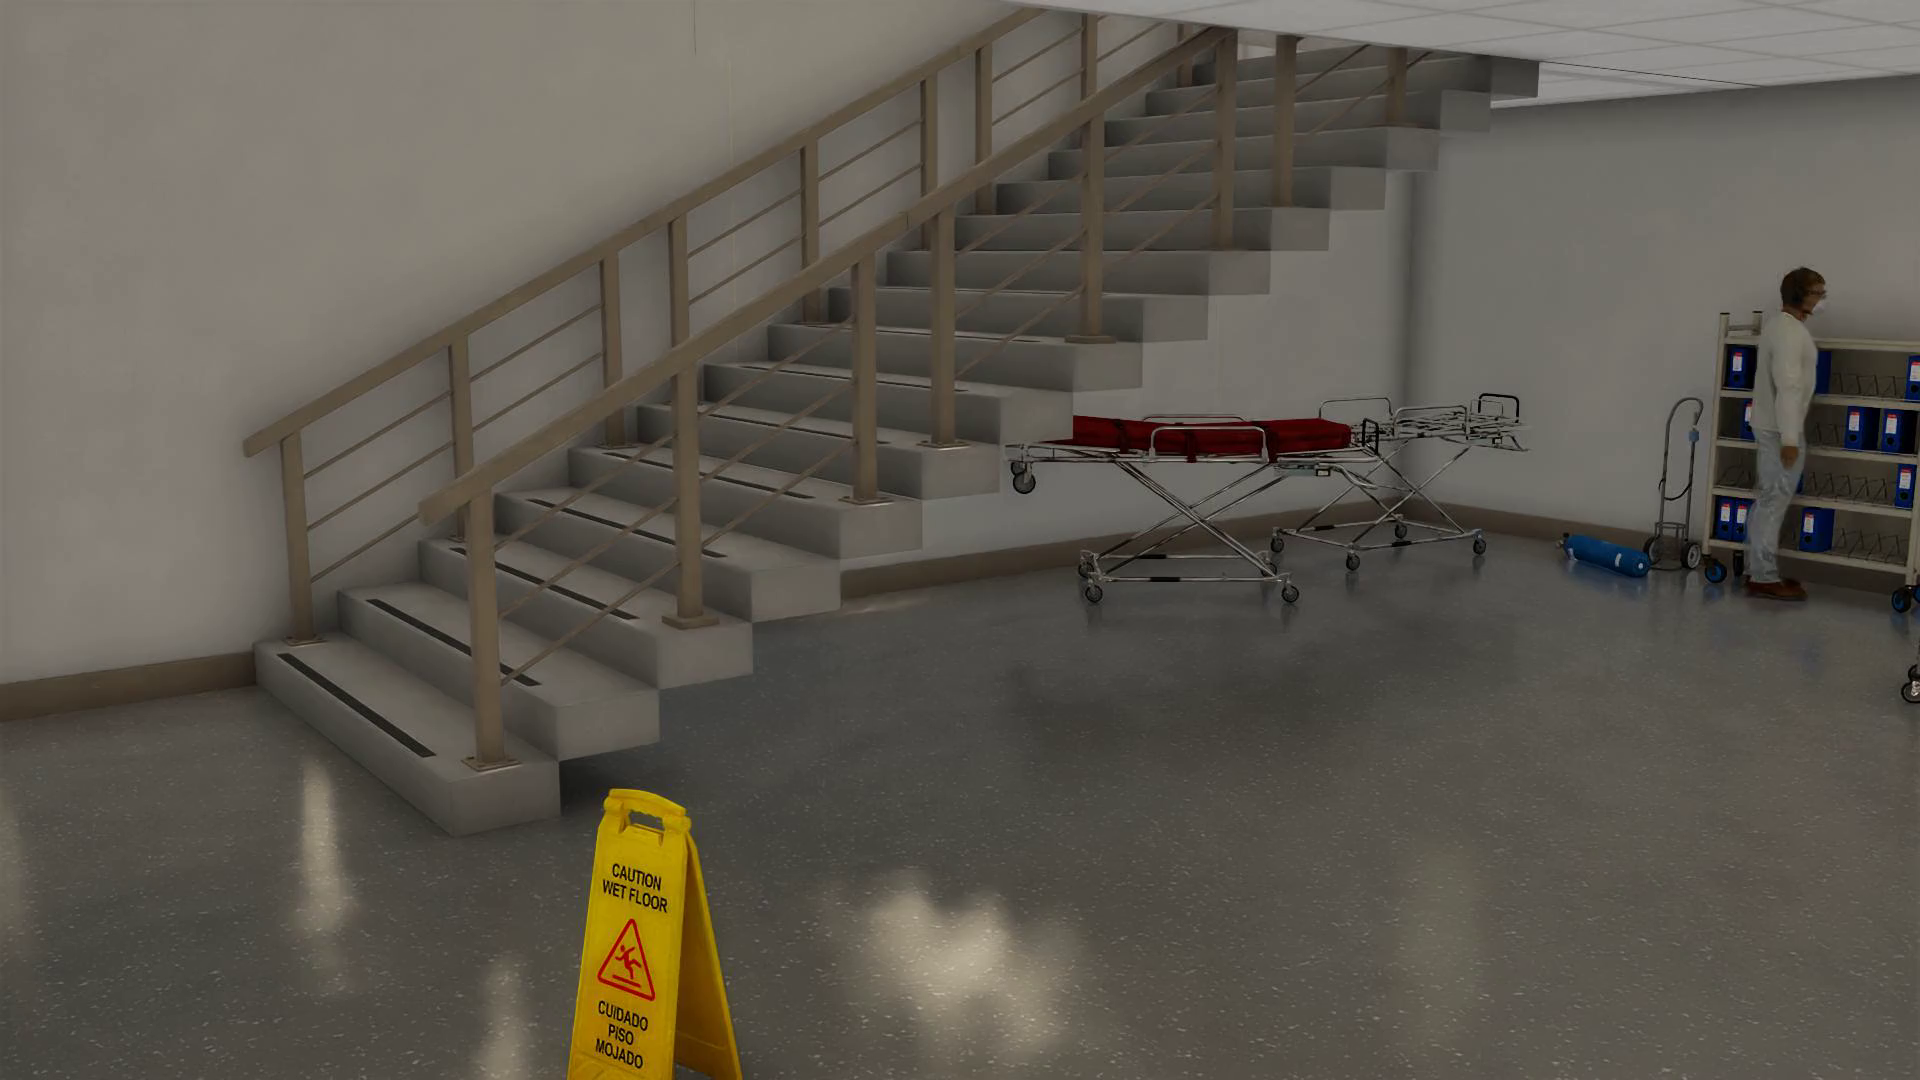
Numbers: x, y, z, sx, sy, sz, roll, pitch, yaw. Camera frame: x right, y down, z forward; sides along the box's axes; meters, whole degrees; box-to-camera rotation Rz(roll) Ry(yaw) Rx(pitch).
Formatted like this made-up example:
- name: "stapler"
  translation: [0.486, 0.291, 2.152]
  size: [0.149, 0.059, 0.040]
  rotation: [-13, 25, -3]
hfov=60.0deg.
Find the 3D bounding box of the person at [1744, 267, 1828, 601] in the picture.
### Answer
- name: "person"
  translation: [4.823, -0.616, 9.727]
  size: [0.388, 1.932, 0.675]
  rotation: [4, 10, 20]
